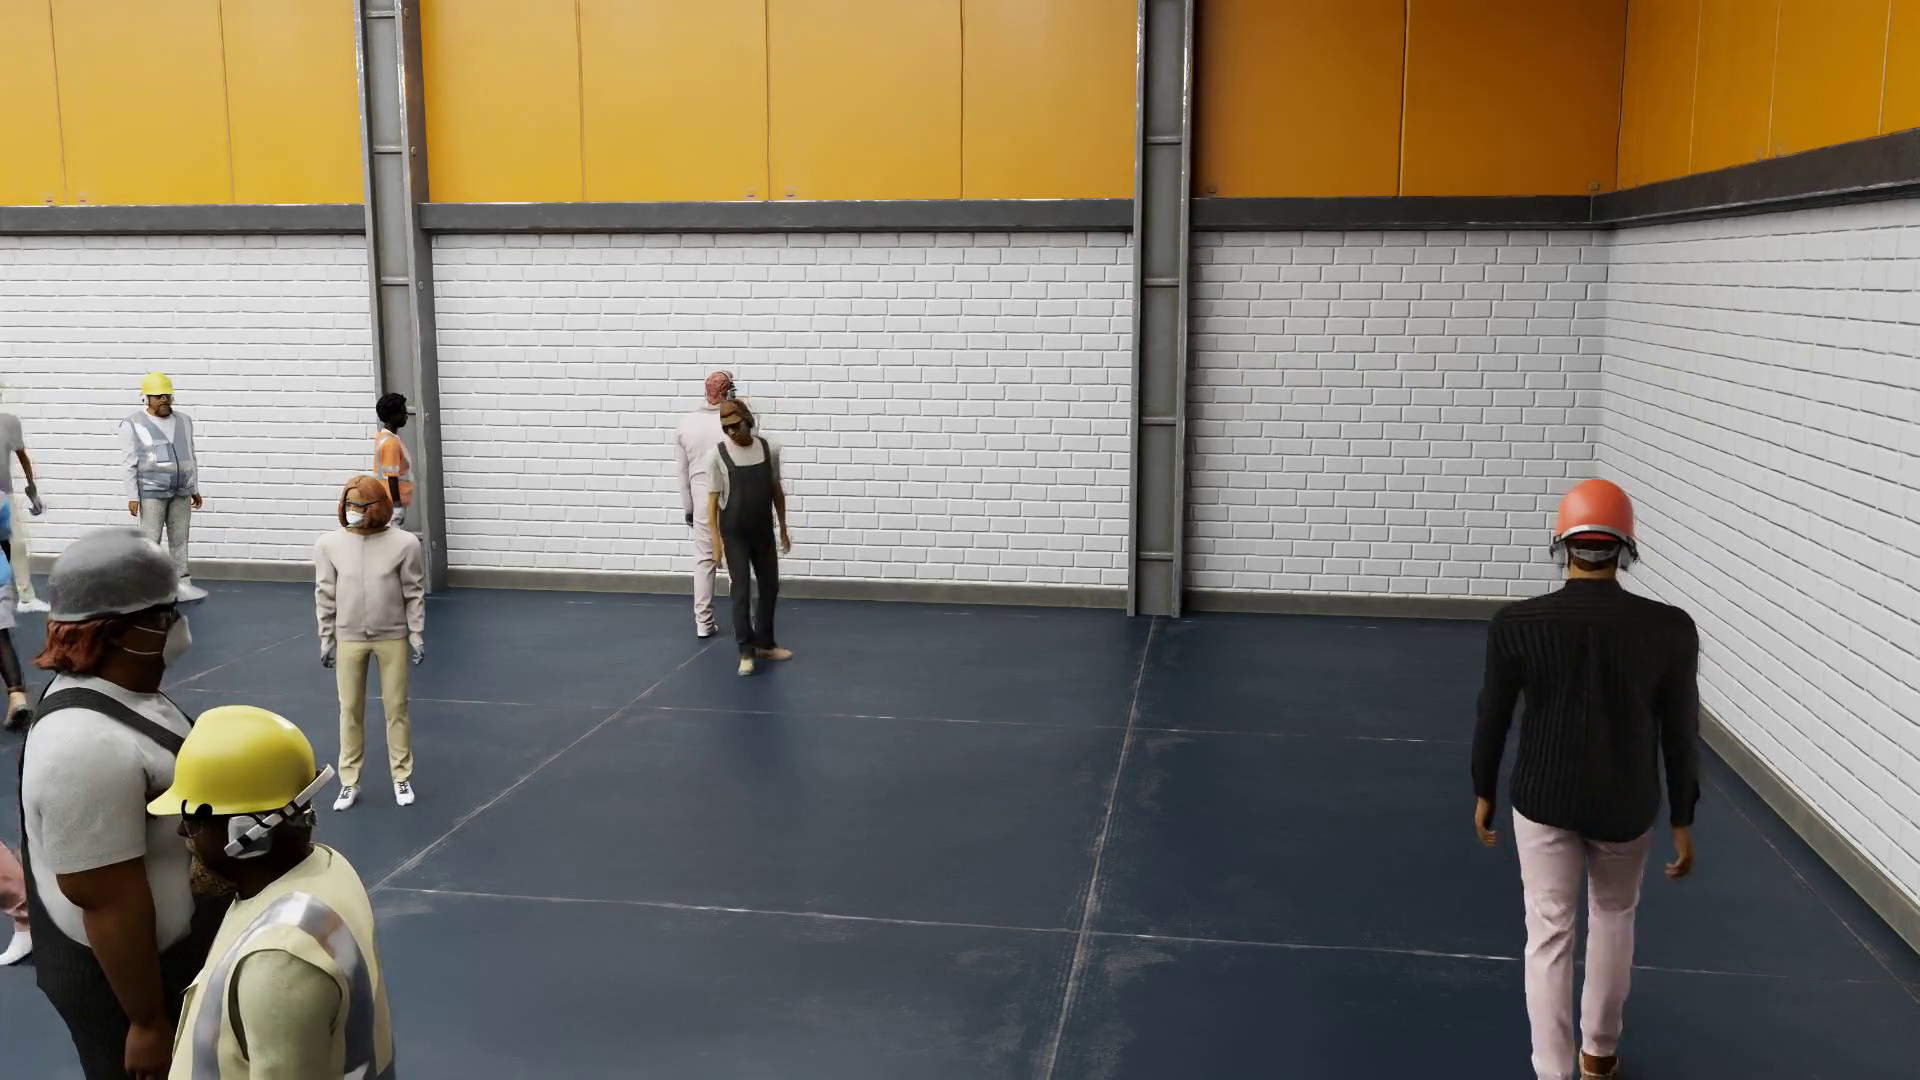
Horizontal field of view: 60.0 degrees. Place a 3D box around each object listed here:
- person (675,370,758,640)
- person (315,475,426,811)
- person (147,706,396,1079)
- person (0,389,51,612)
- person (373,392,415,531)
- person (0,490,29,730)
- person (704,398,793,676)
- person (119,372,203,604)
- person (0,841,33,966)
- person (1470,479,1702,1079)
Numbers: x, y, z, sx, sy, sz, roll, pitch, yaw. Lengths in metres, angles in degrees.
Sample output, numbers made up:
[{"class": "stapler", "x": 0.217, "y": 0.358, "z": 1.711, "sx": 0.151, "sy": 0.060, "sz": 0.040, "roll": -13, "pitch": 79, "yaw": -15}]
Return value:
[{"class": "person", "x": -1.665, "y": -0.239, "z": 11.734, "sx": 0.641, "sy": 1.908, "sz": 0.407, "roll": 3, "pitch": 10, "yaw": 17}, {"class": "person", "x": -2.847, "y": 0.493, "z": 8.061, "sx": 0.501, "sy": 1.631, "sz": 0.285, "roll": -2, "pitch": 9, "yaw": -13}, {"class": "person", "x": -1.257, "y": 1.201, "z": 3.113, "sx": 0.403, "sy": 1.826, "sz": 0.589, "roll": -3, "pitch": 10, "yaw": -18}, {"class": "person", "x": -7.247, "y": -0.319, "z": 12.459, "sx": 0.829, "sy": 1.841, "sz": 0.370, "roll": -9, "pitch": 13, "yaw": -43}, {"class": "person", "x": -4.296, "y": -0.273, "z": 12.620, "sx": 0.321, "sy": 1.695, "sz": 0.537, "roll": -4, "pitch": 10, "yaw": -21}, {"class": "person", "x": -5.606, "y": 0.251, "z": 9.456, "sx": 0.837, "sy": 1.666, "sz": 0.528, "roll": 8, "pitch": 12, "yaw": 42}, {"class": "person", "x": -1.358, "y": -0.034, "z": 10.812, "sx": 0.678, "sy": 1.805, "sz": 0.496, "roll": -6, "pitch": 11, "yaw": -32}, {"class": "person", "x": -6.151, "y": -0.386, "z": 12.866, "sx": 0.404, "sy": 1.830, "sz": 0.600, "roll": 6, "pitch": 11, "yaw": 33}, {"class": "person", "x": -3.848, "y": 0.687, "z": 6.201, "sx": 0.970, "sy": 1.861, "sz": 0.641, "roll": -1, "pitch": 9, "yaw": -8}, {"class": "person", "x": 1.929, "y": 0.788, "z": 5.185, "sx": 0.653, "sy": 1.970, "sz": 0.705, "roll": 3, "pitch": 10, "yaw": 17}]
